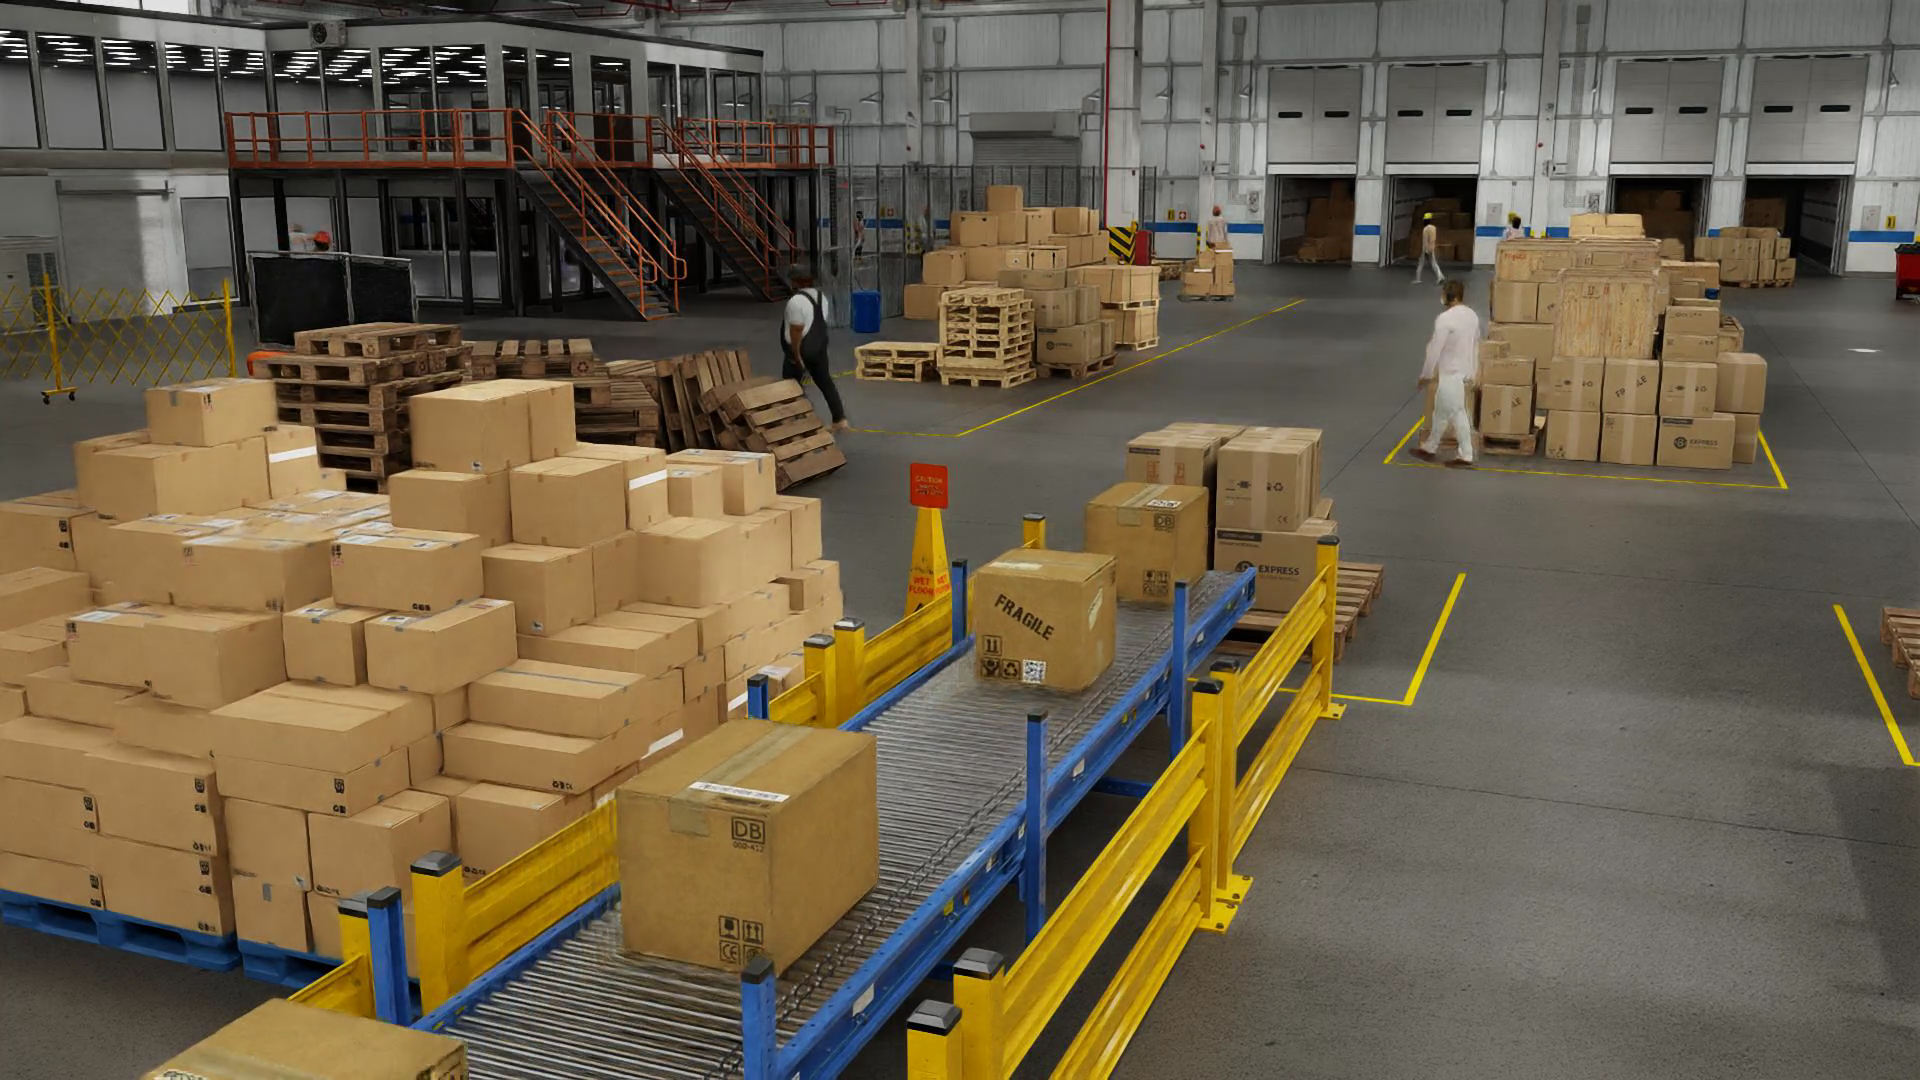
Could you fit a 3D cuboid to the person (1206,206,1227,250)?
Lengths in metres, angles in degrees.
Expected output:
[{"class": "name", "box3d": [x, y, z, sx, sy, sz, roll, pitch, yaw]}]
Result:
[{"class": "person", "box3d": [7.490, -8.758, 48.525, 0.625, 1.974, 0.788, 2, 13, 9]}]

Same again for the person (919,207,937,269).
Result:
[{"class": "person", "box3d": [-0.976, -9.101, 50.268, 0.564, 1.900, 0.993, -3, 13, -12]}]

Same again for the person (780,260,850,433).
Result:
[{"class": "person", "box3d": [-1.741, -2.233, 19.099, 1.022, 2.000, 0.677, 8, 15, 33]}]

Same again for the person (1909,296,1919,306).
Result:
[{"class": "person", "box3d": [21.469, -6.073, 36.544, 0.611, 1.938, 1.019, -10, 16, -38]}]

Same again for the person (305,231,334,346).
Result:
[{"class": "person", "box3d": [-10.507, -4.042, 27.273, 0.577, 2.015, 0.619, -6, 14, -25]}]

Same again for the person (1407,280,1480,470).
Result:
[{"class": "person", "box3d": [4.916, -1.693, 16.973, 0.919, 1.898, 0.644, 12, 17, 43]}]

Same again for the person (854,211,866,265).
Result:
[{"class": "person", "box3d": [-3.214, -9.681, 53.290, 0.317, 1.696, 0.539, 5, 13, 21]}]

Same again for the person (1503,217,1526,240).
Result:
[{"class": "person", "box3d": [14.400, -7.474, 43.174, 0.639, 1.795, 0.966, -4, 13, -16]}]

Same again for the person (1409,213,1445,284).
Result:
[{"class": "person", "box3d": [12.475, -7.725, 44.103, 0.583, 1.886, 0.962, -12, 17, -42]}]
